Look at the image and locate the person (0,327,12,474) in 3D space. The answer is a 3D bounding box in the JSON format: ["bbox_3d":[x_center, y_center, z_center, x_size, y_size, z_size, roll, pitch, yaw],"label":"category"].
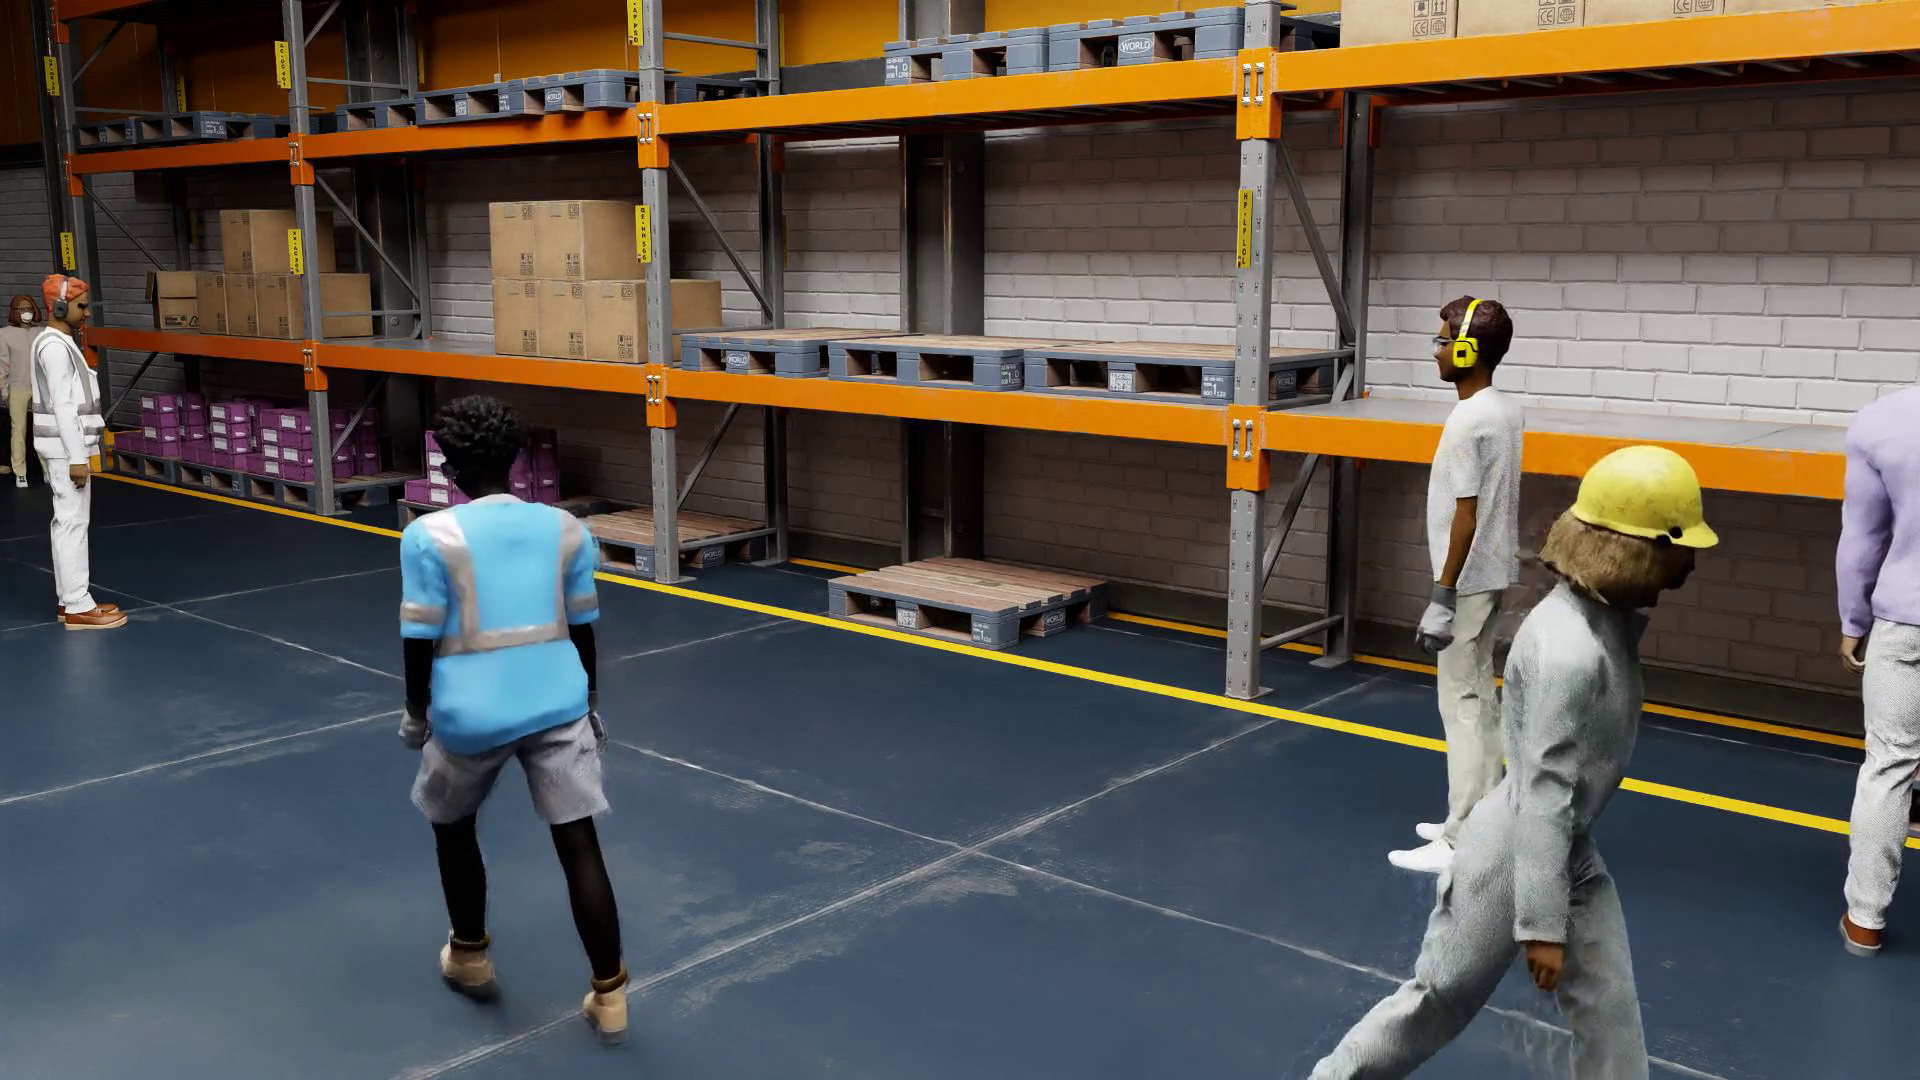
[{"bbox_3d":[-8.689,-1.562,14.672,0.536,2.000,0.672,0,10,-1],"label":"person"}]

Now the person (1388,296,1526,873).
[{"bbox_3d":[1.623,0.155,5.384,0.329,1.872,0.510,7,12,33],"label":"person"}]

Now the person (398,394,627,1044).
[{"bbox_3d":[-1.185,0.456,4.314,0.547,1.633,0.804,-8,13,-39],"label":"person"}]

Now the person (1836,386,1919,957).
[{"bbox_3d":[2.776,0.256,4.637,0.629,1.931,0.356,7,12,34],"label":"person"}]

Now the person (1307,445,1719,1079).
[{"bbox_3d":[1.076,0.623,3.302,0.948,1.671,0.495,7,12,37],"label":"person"}]

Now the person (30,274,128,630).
[{"bbox_3d":[-4.736,-0.466,8.874,0.355,1.887,0.573,-6,12,-31],"label":"person"}]

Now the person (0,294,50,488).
[{"bbox_3d":[-7.911,-1.267,14.156,0.285,1.633,0.497,9,13,40],"label":"person"}]
